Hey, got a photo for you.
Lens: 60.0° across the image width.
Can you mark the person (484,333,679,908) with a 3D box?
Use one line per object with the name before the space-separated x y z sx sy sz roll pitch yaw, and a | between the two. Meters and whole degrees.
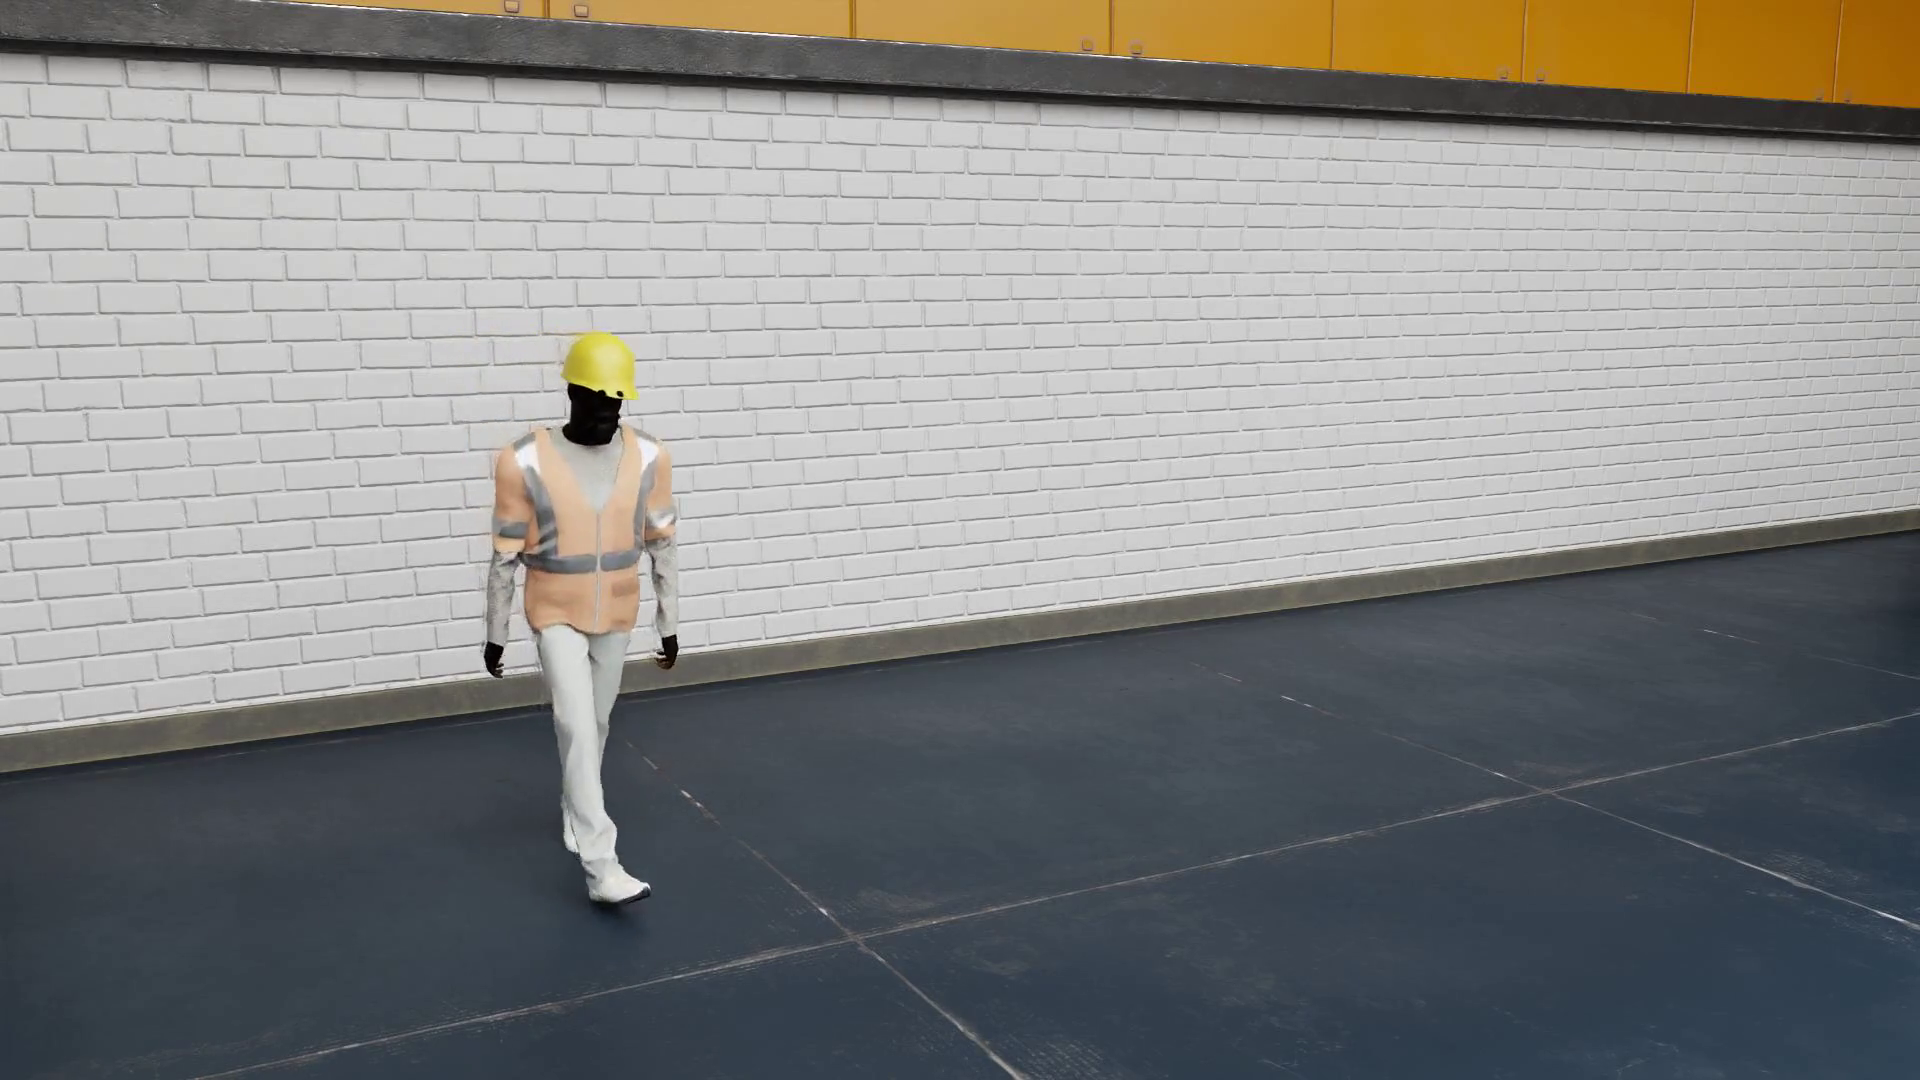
person | -1.269 0.244 5.574 0.633 1.873 1.016 -6 12 -32
